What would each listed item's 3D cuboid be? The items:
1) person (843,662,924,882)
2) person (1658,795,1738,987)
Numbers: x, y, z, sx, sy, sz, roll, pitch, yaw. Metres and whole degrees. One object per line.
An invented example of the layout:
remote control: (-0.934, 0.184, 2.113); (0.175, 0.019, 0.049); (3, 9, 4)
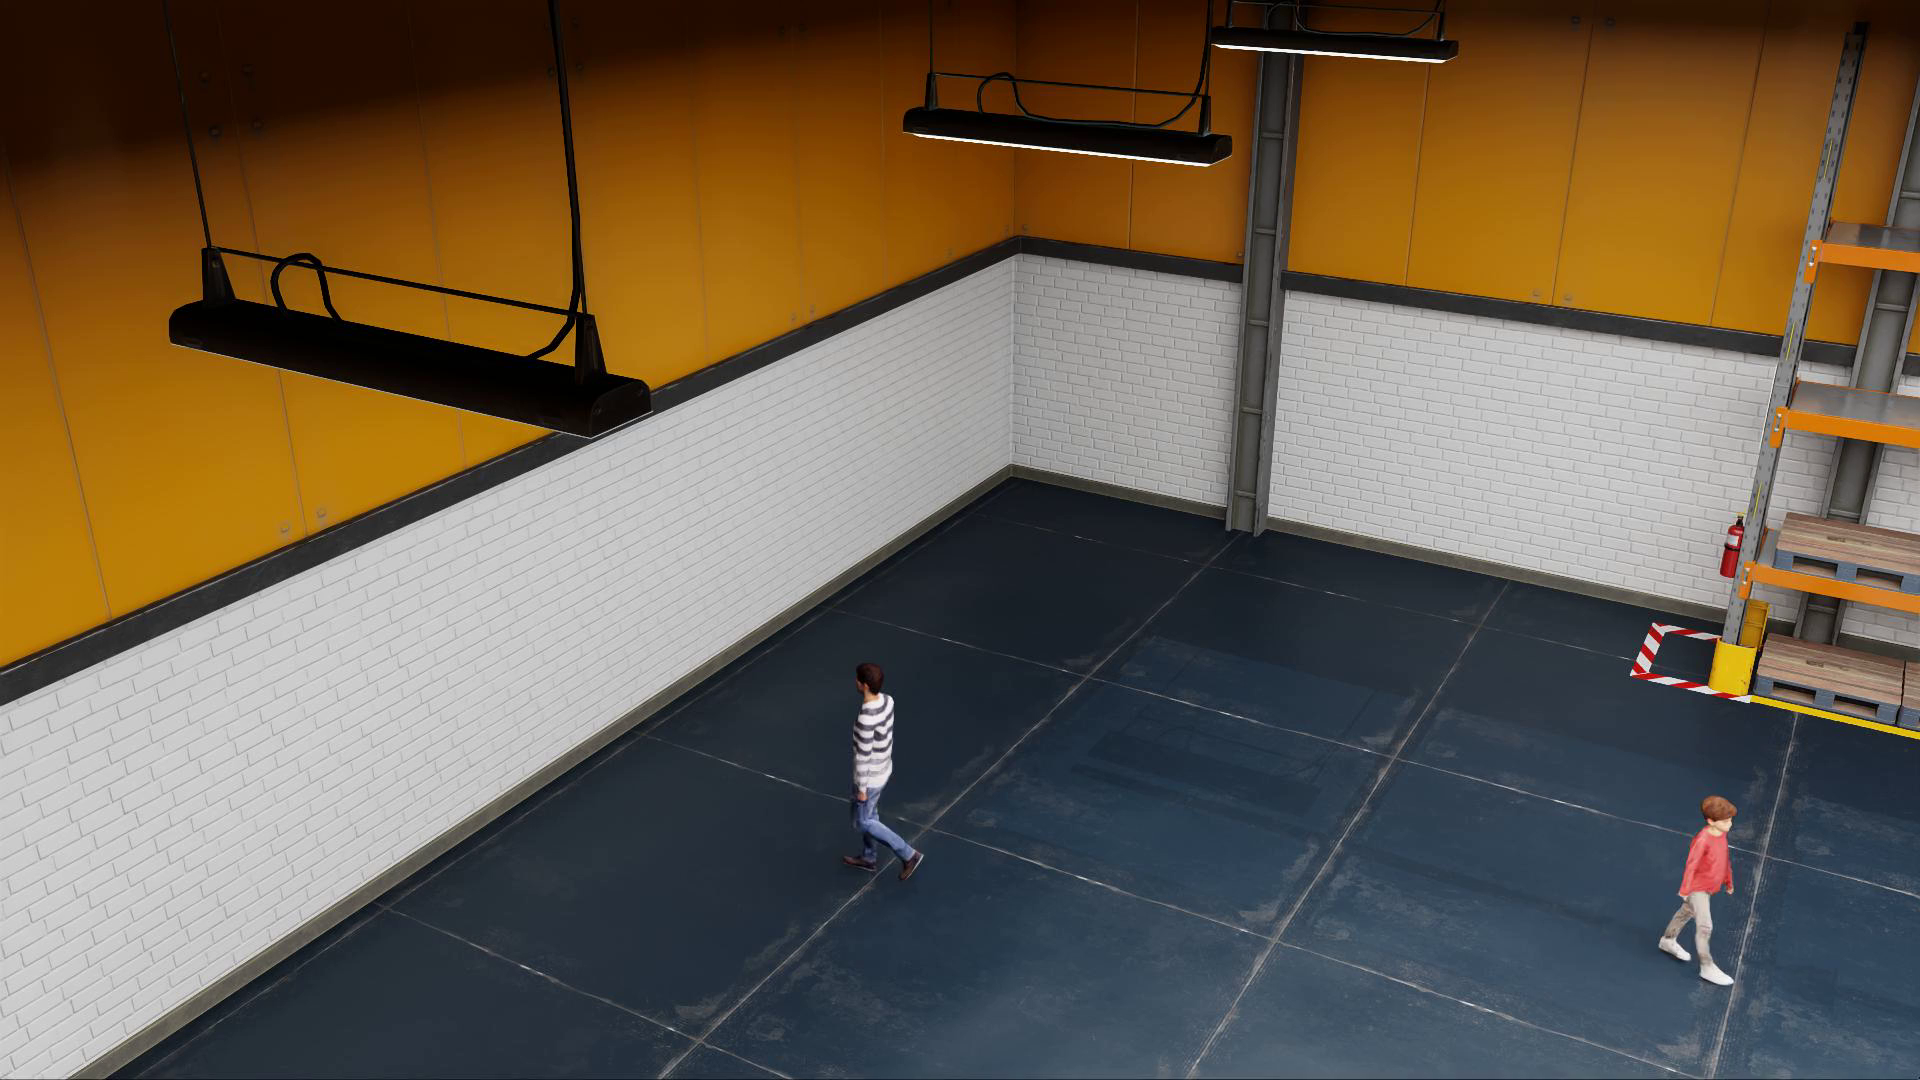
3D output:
person: (-0.591, 1.796, 12.658); (0.993, 1.833, 0.772); (8, 25, 18)
person: (5.204, 2.406, 11.811); (0.665, 1.394, 0.877); (-21, 31, -40)
